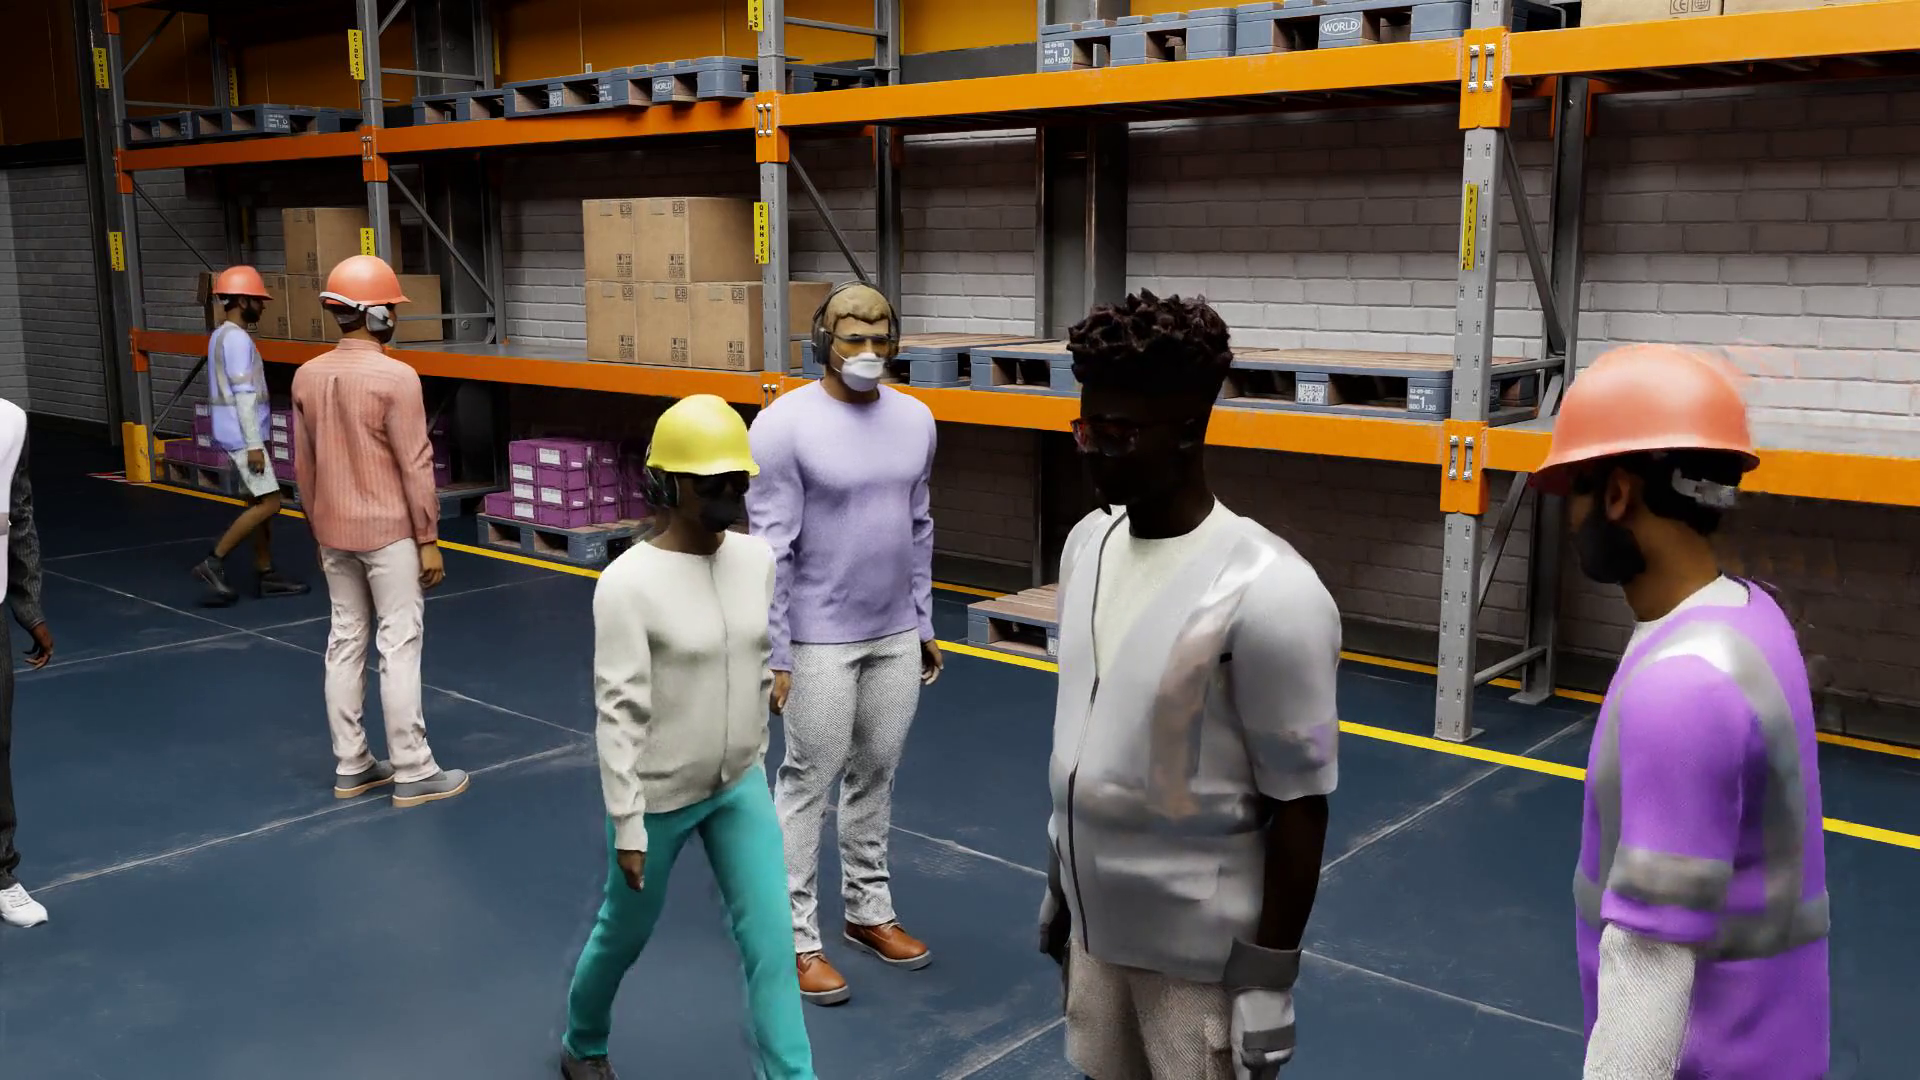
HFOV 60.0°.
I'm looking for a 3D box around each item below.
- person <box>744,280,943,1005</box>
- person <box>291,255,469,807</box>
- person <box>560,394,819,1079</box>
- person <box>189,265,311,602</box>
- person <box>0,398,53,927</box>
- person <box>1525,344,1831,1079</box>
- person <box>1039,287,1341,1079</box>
[{"bbox_3d":[-0.300,0.269,4.542,0.632,1.936,0.359,-9,14,-43],"label":"person"},{"bbox_3d":[-2.125,-0.026,6.056,0.609,1.996,0.383,5,11,27],"label":"person"},{"bbox_3d":[-0.605,0.530,3.680,0.920,1.718,0.545,8,13,39],"label":"person"},{"bbox_3d":[-4.055,-0.581,9.414,0.590,1.923,0.601,-6,11,-29],"label":"person"},{"bbox_3d":[-2.976,0.229,4.833,0.386,1.916,0.590,10,14,43],"label":"person"},{"bbox_3d":[0.869,0.694,2.269,0.833,1.884,0.634,4,11,24],"label":"person"},{"bbox_3d":[0.316,0.588,2.650,0.368,1.961,0.613,-6,11,-30],"label":"person"}]
